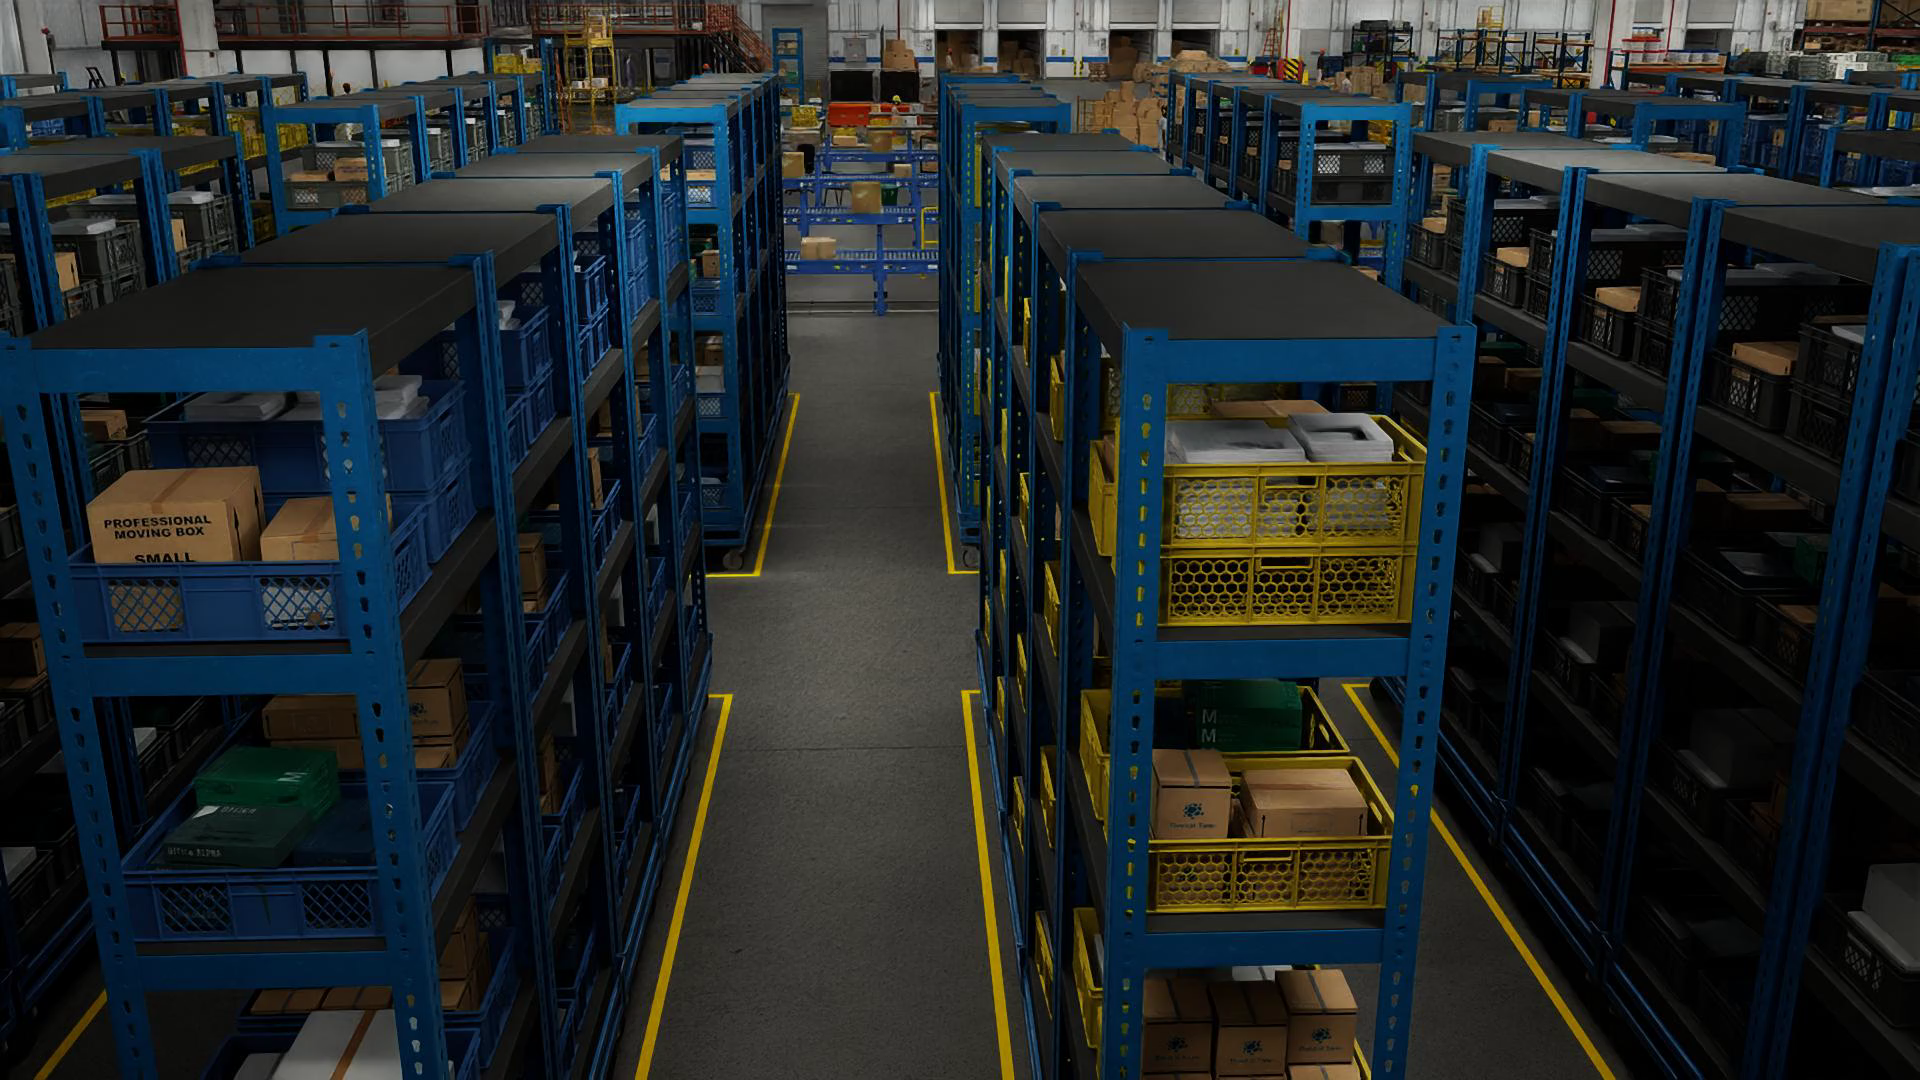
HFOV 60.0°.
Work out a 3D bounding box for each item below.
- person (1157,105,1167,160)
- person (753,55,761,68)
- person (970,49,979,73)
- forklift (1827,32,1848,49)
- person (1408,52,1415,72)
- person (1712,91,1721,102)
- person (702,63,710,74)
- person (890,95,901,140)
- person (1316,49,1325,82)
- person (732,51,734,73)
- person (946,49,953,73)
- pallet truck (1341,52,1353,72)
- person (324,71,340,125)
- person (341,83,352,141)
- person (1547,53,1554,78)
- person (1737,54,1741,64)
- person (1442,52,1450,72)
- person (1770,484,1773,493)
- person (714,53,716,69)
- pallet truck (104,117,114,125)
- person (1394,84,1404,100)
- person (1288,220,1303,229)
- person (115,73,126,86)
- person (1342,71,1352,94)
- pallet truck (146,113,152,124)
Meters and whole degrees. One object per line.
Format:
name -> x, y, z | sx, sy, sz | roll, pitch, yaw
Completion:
person -> 5.092, -9.926, 41.611 | 0.334, 1.864, 0.521 | 0, 18, 0
person -> -10.594, -24.794, 87.858 | 0.869, 1.710, 0.530 | -11, 21, -31
person -> 0.774, -26.732, 93.711 | 0.907, 1.809, 0.612 | 17, 24, 42
forklift -> 46.023, -25.321, 87.619 | 1.129, 2.768, 1.873 | -1, 18, -2
person -> 23.249, -24.193, 85.745 | 0.334, 1.873, 0.521 | 0, 18, 0
person -> 22.891, -12.776, 50.319 | 0.376, 1.933, 0.544 | 0, 18, 0
person -> -9.851, -17.464, 64.645 | 0.389, 2.045, 0.606 | 0, 18, 0
person -> -1.839, -11.844, 47.708 | 0.329, 1.764, 0.524 | 0, 18, 0
person -> 18.867, -24.648, 86.963 | 0.392, 1.990, 0.611 | 0, 18, 0
person -> -12.728, -26.734, 93.512 | 0.376, 1.933, 0.544 | 0, 18, 0
person -> -0.554, -24.616, 86.855 | 0.387, 1.996, 0.611 | 0, 18, 0
pallet truck -> 18.794, -23.123, 82.231 | 0.823, 1.965, 1.885 | -13, 22, -35
person -> -22.935, -16.136, 60.715 | 0.376, 1.933, 0.544 | 0, 18, 0
person -> -19.319, -13.474, 52.555 | 0.360, 1.883, 0.574 | 0, 18, 0
person -> 31.260, -24.886, 88.093 | 0.308, 1.744, 0.485 | 0, 18, 0
person -> 37.330, -22.330, 79.872 | 0.377, 1.940, 0.628 | 0, 18, 0
person -> 25.470, -24.780, 87.651 | 0.781, 1.821, 0.520 | 8, 19, 23
person -> 5.955, -0.265, 11.749 | 0.395, 1.839, 0.564 | 0, 18, 0
person -> -13.502, -25.860, 91.179 | 0.322, 1.697, 0.533 | 0, 18, 0
pallet truck -> -18.367, -7.885, 35.078 | 1.885, 1.965, 0.823 | 1, 18, 2
person -> 17.205, -17.459, 65.183 | 0.322, 1.697, 0.533 | 0, 18, 0
person -> 3.821, -2.769, 19.399 | 0.401, 1.904, 0.640 | 0, 18, 0
person -> -29.703, -15.601, 59.064 | 0.381, 1.928, 0.587 | 0, 18, 0
person -> 13.980, -15.977, 60.217 | 0.377, 1.936, 0.628 | 0, 18, 0
pallet truck -> -18.087, -8.309, 36.390 | 1.885, 1.965, 0.823 | -1, 18, -4
